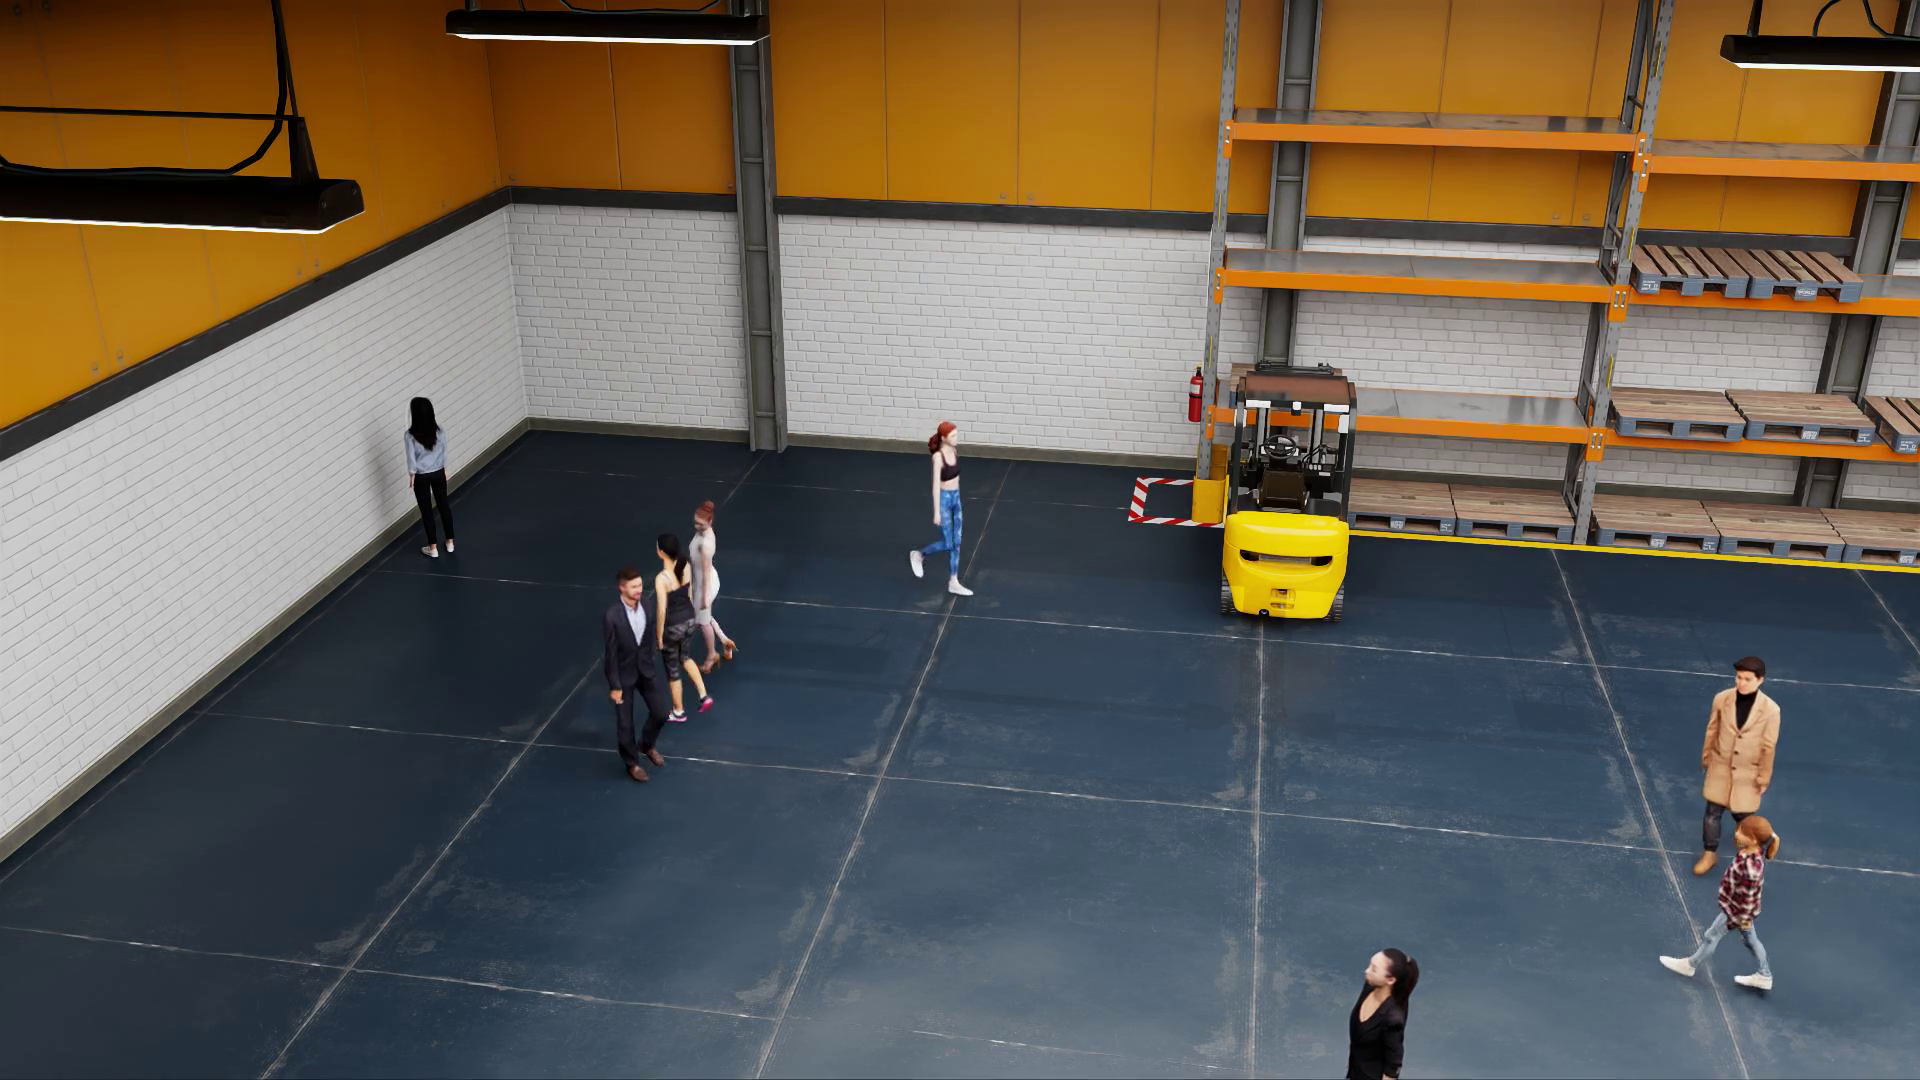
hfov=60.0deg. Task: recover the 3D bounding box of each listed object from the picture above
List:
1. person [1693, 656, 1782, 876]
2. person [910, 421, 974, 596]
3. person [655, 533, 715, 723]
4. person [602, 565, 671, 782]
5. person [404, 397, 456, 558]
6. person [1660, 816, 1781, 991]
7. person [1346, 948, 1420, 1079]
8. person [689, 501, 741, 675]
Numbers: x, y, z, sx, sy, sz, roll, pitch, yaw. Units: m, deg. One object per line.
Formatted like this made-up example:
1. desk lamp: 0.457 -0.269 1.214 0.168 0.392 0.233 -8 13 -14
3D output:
1. person: 5.641 1.596 11.998 0.970 1.709 0.970 20 31 38
2. person: -0.192 -0.312 16.284 1.008 1.772 0.769 13 27 26
3. person: -2.309 0.753 13.913 0.838 1.719 0.751 13 27 27
4. person: -2.635 1.027 13.115 0.789 1.857 0.838 -19 30 -37
5. person: -5.479 -0.660 17.158 0.698 1.709 0.733 -21 31 -39
6. person: 5.120 2.375 10.761 0.974 1.271 0.715 12 26 25
7. person: 2.255 2.914 8.999 0.614 1.696 0.646 -3 24 -6
8. person: -2.154 0.457 14.544 0.755 1.756 0.711 1 24 3
